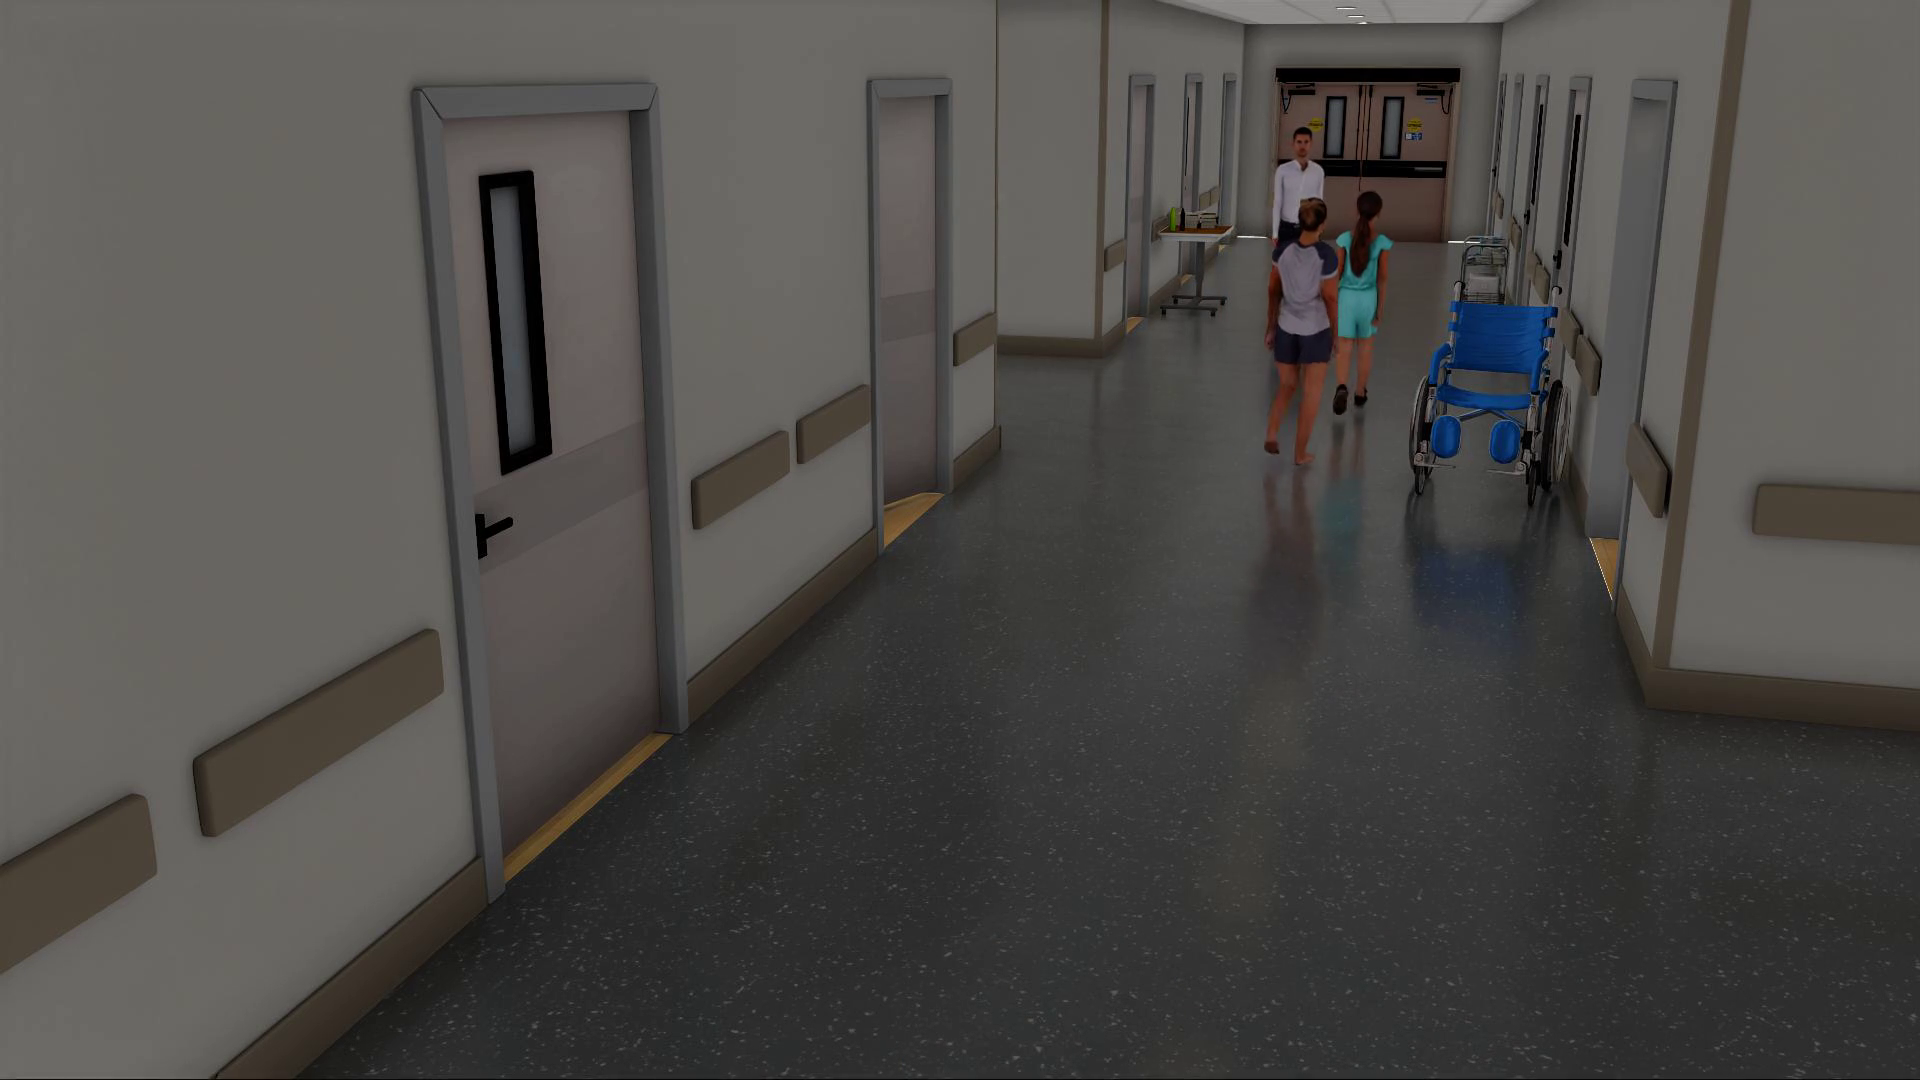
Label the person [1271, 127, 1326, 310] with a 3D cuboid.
[{"bbox_3d":[3.093,-2.838,15.304,0.719,1.840,1.095,2,16,5],"label":"person"}]

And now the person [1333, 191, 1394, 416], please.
[{"bbox_3d":[2.757,-1.629,11.581,0.547,1.535,1.004,4,16,15],"label":"person"}]

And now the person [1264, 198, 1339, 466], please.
[{"bbox_3d":[2.038,-1.224,10.009,0.693,1.608,0.736,11,19,34],"label":"person"}]
